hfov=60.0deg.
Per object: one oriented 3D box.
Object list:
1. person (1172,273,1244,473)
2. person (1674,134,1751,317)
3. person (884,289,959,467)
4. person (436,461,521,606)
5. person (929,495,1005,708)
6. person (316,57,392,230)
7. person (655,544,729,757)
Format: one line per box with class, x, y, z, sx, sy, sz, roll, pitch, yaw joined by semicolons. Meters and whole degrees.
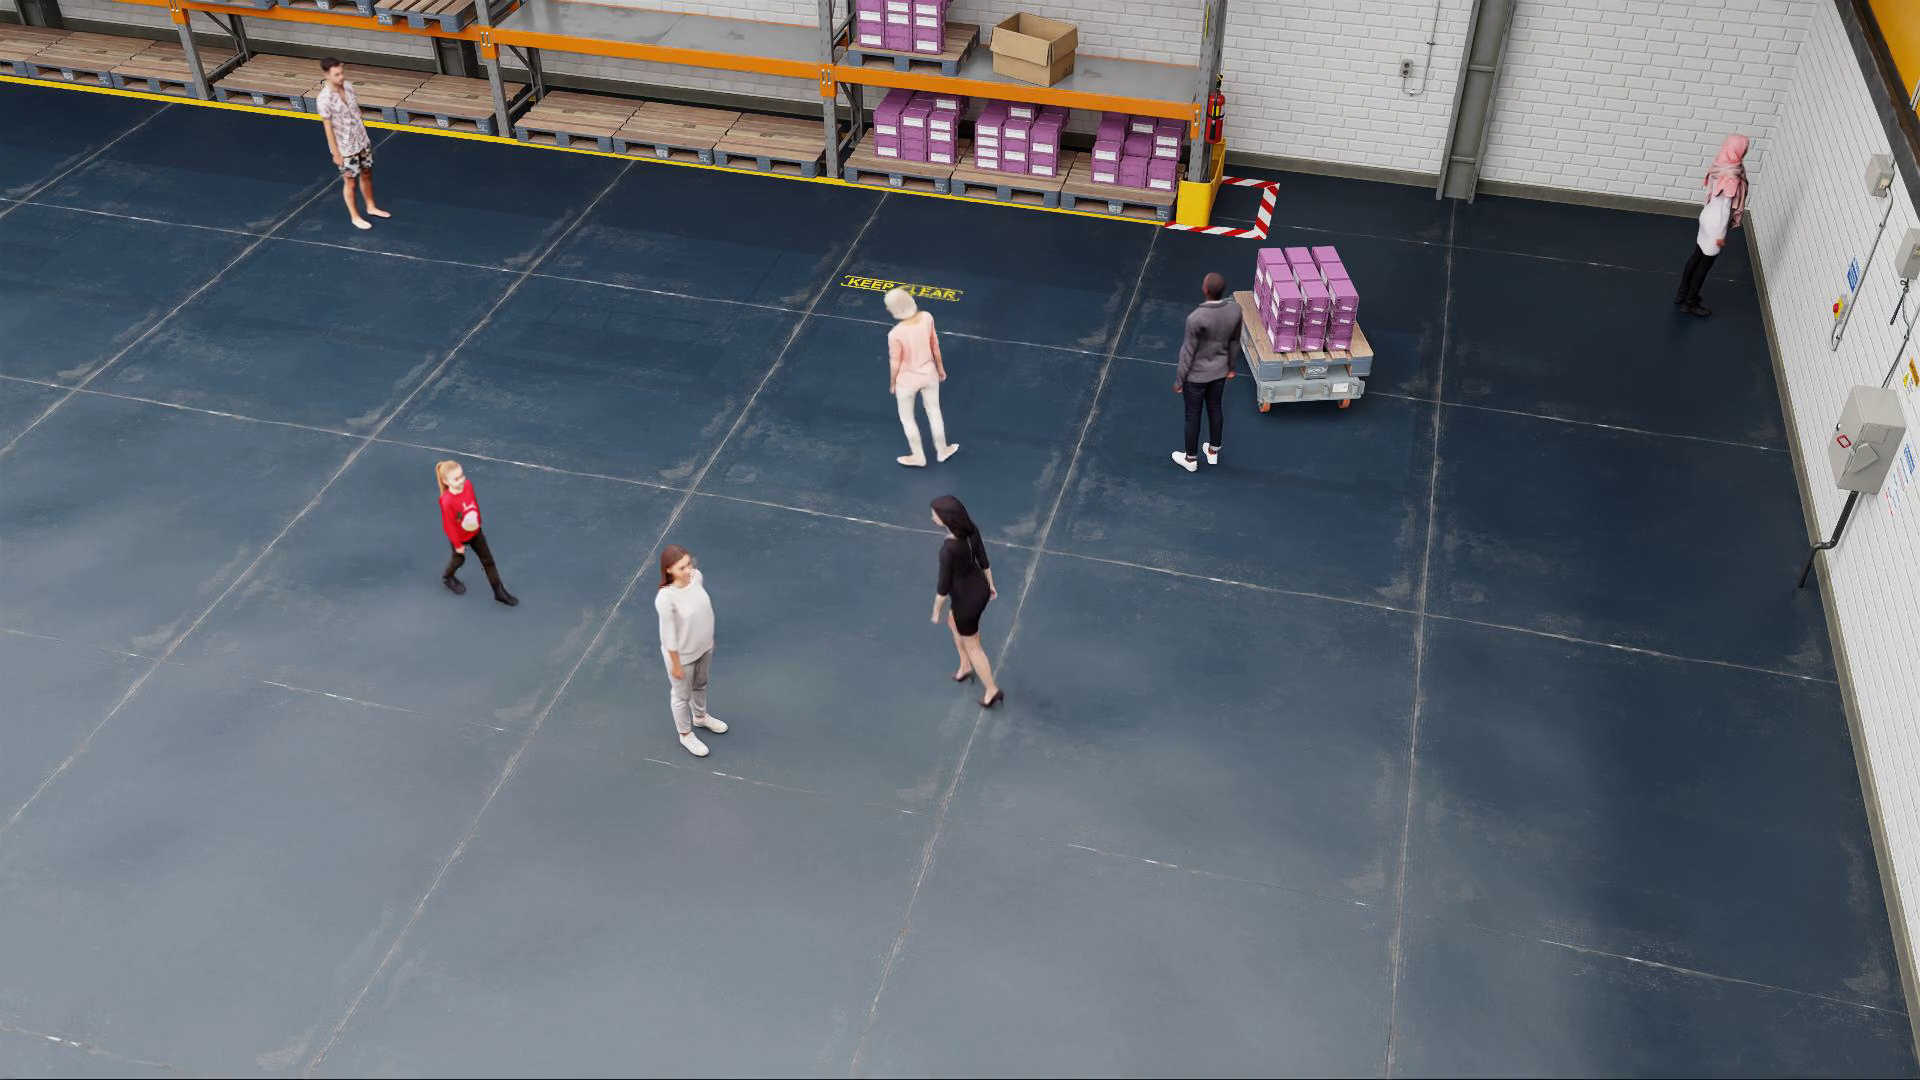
person;2.033;-1.377;13.700;0.769;1.816;0.869;-15;41;-18
person;7.126;-2.984;15.722;0.663;1.804;0.680;1;39;2
person;-0.301;-1.344;13.757;0.828;1.693;0.853;-16;41;-19
person;-3.766;-0.062;12.502;0.963;1.256;0.644;19;42;22
person;0.120;0.458;11.438;0.817;1.770;0.688;23;44;26
person;-6.315;-4.110;17.126;0.626;1.812;0.702;15;41;18
person;-1.836;0.710;11.189;0.607;1.688;0.641;18;42;21
